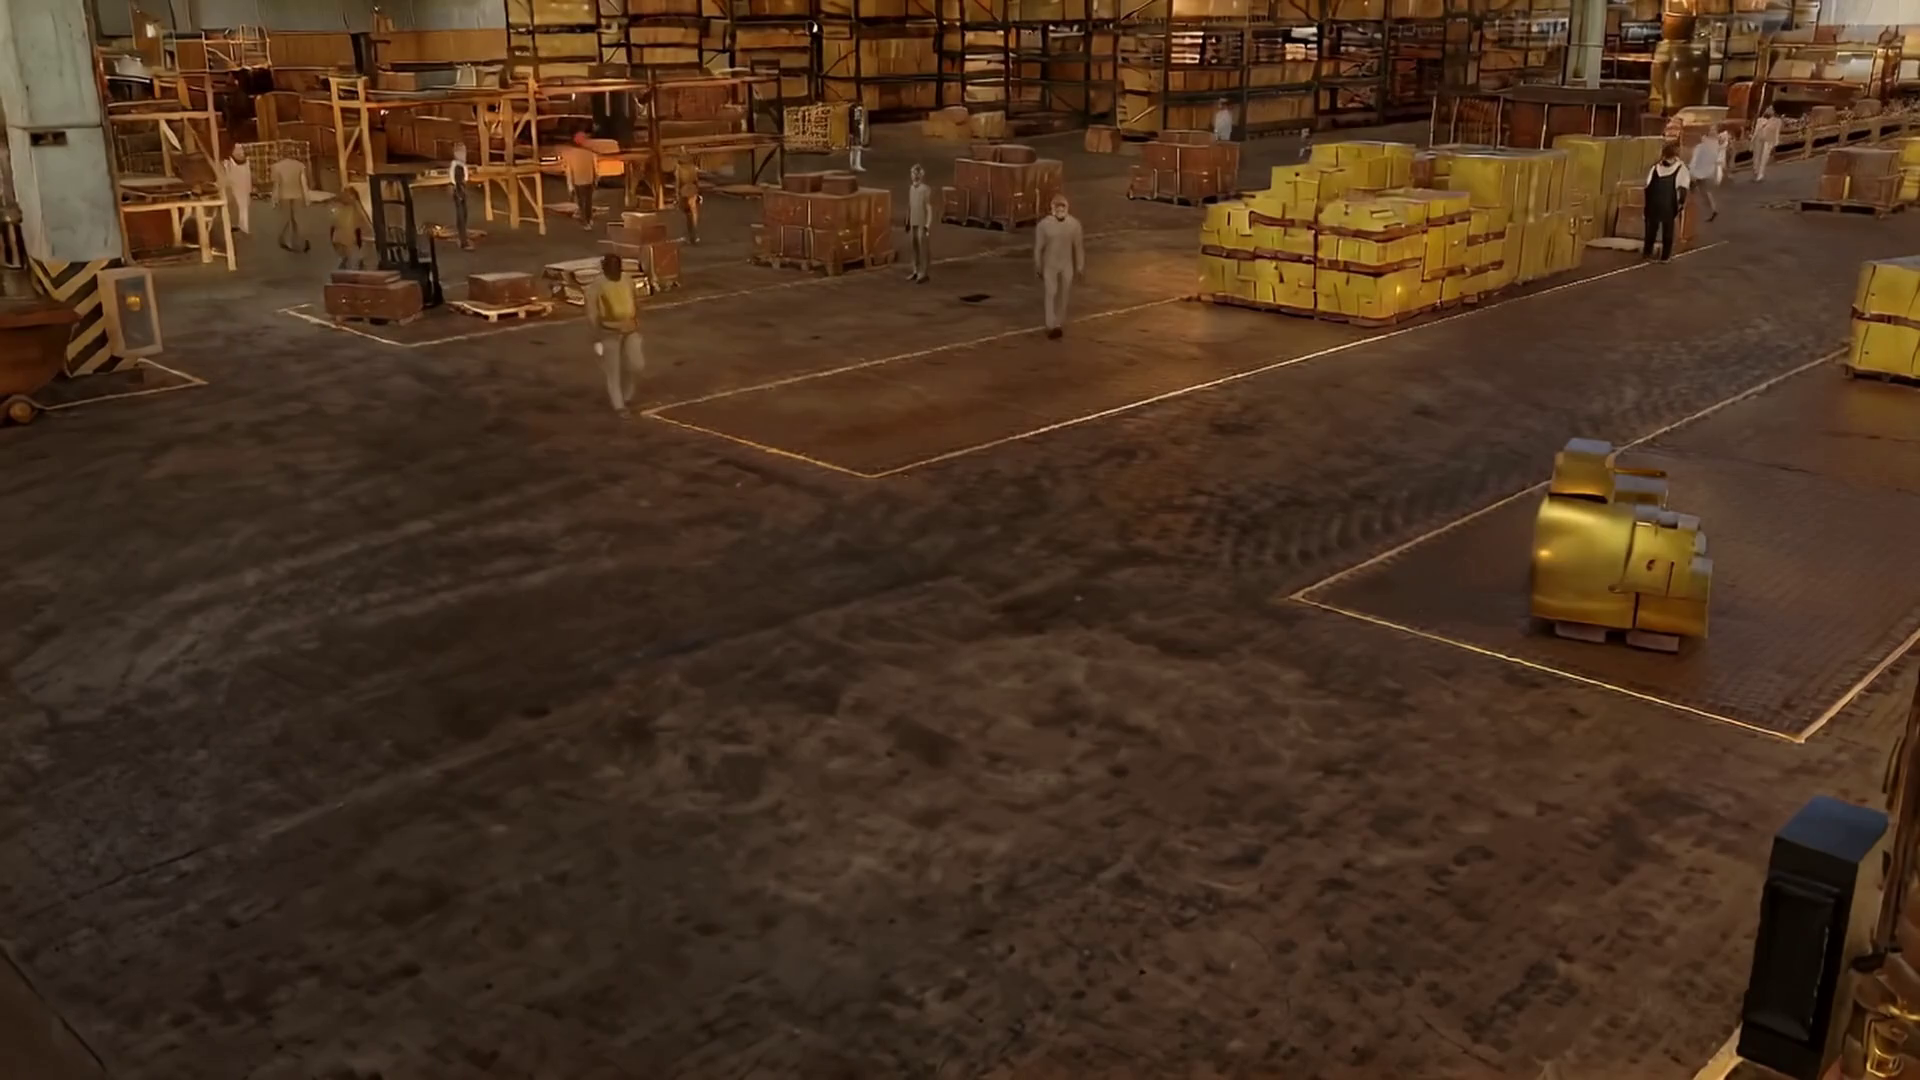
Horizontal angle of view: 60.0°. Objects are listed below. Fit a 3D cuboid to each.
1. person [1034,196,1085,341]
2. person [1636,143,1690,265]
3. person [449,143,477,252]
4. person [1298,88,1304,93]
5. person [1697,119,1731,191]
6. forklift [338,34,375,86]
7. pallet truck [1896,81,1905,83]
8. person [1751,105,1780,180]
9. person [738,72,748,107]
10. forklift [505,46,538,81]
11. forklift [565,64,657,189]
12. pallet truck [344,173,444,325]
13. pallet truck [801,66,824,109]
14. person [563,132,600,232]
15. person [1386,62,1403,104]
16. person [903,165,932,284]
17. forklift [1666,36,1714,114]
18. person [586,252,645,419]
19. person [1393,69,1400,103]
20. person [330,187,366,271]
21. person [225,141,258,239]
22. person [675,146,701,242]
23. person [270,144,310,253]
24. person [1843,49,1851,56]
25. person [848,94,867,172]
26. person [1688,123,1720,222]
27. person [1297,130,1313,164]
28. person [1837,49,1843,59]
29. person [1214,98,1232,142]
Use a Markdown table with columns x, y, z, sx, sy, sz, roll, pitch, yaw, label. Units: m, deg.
| x | y | z | sx | sy | sz | roll | pitch | yaw | label |
| --- | --- | --- | --- | --- | --- | --- | --- | --- | --- |
| 1.353 | -3.627 | 22.235 | 0.644 | 1.901 | 0.877 | -4 | 19 | -11 | person |
| 11.950 | -5.709 | 28.295 | 0.537 | 2.000 | 0.675 | -16 | 24 | -39 | person |
| -8.909 | -6.106 | 29.689 | 0.394 | 1.915 | 0.587 | -5 | 19 | -15 | person |
| 14.845 | -20.084 | 72.275 | 0.757 | 1.611 | 0.515 | -13 | 23 | -35 | person |
| 17.461 | -8.888 | 38.456 | 0.850 | 1.652 | 0.551 | -17 | 25 | -42 | person |
| -23.295 | -18.352 | 65.074 | 1.129 | 2.768 | 1.873 | 17 | 25 | 41 | forklift |
| 34.802 | -16.331 | 61.455 | 0.653 | 1.274 | 1.630 | 17 | 25 | 41 | pallet truck |
| 19.757 | -9.763 | 40.855 | 0.595 | 1.817 | 0.420 | 16 | 24 | 39 | person |
| -7.334 | -14.924 | 56.336 | 0.326 | 1.872 | 0.526 | 8 | 20 | 24 | person |
| -13.633 | -14.047 | 52.103 | 1.129 | 2.768 | 1.873 | 0 | 18 | 0 | forklift |
| -8.339 | -9.816 | 39.356 | 1.129 | 2.768 | 1.873 | 17 | 25 | 41 | forklift |
| -8.209 | -4.181 | 23.757 | 0.823 | 1.965 | 1.885 | 3 | 19 | 9 | pallet truck |
| -4.812 | -15.182 | 56.903 | 0.823 | 1.965 | 1.885 | -9 | 21 | -26 | pallet truck |
| -7.354 | -6.975 | 32.393 | 0.661 | 1.857 | 0.949 | -5 | 19 | -14 | person |
| 16.404 | -17.076 | 62.813 | 0.641 | 1.886 | 1.061 | -11 | 21 | -30 | person |
| -0.664 | -5.035 | 26.531 | 0.334 | 1.873 | 0.517 | -15 | 24 | -39 | person |
| 27.341 | -17.291 | 61.877 | 1.129 | 2.768 | 1.873 | 17 | 25 | 41 | forklift |
| -3.727 | -2.230 | 18.141 | 0.657 | 1.829 | 0.452 | -15 | 24 | -38 | person |
| 16.128 | -16.589 | 61.635 | 0.409 | 1.677 | 0.586 | 3 | 19 | 8 | person |
| -9.309 | -4.521 | 25.283 | 0.620 | 1.661 | 0.488 | 8 | 20 | 23 | person |
| -13.453 | -6.568 | 31.259 | 0.862 | 1.803 | 0.499 | 12 | 22 | 33 | person |
| -5.081 | -6.425 | 30.915 | 0.492 | 1.742 | 0.318 | -15 | 24 | -39 | person |
| -11.899 | -6.075 | 29.634 | 0.633 | 1.914 | 0.918 | -12 | 22 | -31 | person |
| 44.324 | -23.820 | 83.245 | 0.944 | 1.801 | 0.639 | 6 | 19 | 18 | person |
| -2.639 | -10.454 | 42.705 | 0.361 | 1.964 | 0.616 | -12 | 22 | -31 | person |
| 14.952 | -7.380 | 33.434 | 0.626 | 1.970 | 0.790 | -7 | 19 | -19 | person |
| 7.109 | -7.549 | 34.282 | 0.524 | 1.760 | 0.328 | -10 | 21 | -27 | person |
| 41.294 | -22.272 | 78.308 | 0.434 | 1.977 | 0.601 | 15 | 23 | 37 | person |
| 6.671 | -10.229 | 42.140 | 0.949 | 1.901 | 0.553 | 16 | 24 | 40 | person |
